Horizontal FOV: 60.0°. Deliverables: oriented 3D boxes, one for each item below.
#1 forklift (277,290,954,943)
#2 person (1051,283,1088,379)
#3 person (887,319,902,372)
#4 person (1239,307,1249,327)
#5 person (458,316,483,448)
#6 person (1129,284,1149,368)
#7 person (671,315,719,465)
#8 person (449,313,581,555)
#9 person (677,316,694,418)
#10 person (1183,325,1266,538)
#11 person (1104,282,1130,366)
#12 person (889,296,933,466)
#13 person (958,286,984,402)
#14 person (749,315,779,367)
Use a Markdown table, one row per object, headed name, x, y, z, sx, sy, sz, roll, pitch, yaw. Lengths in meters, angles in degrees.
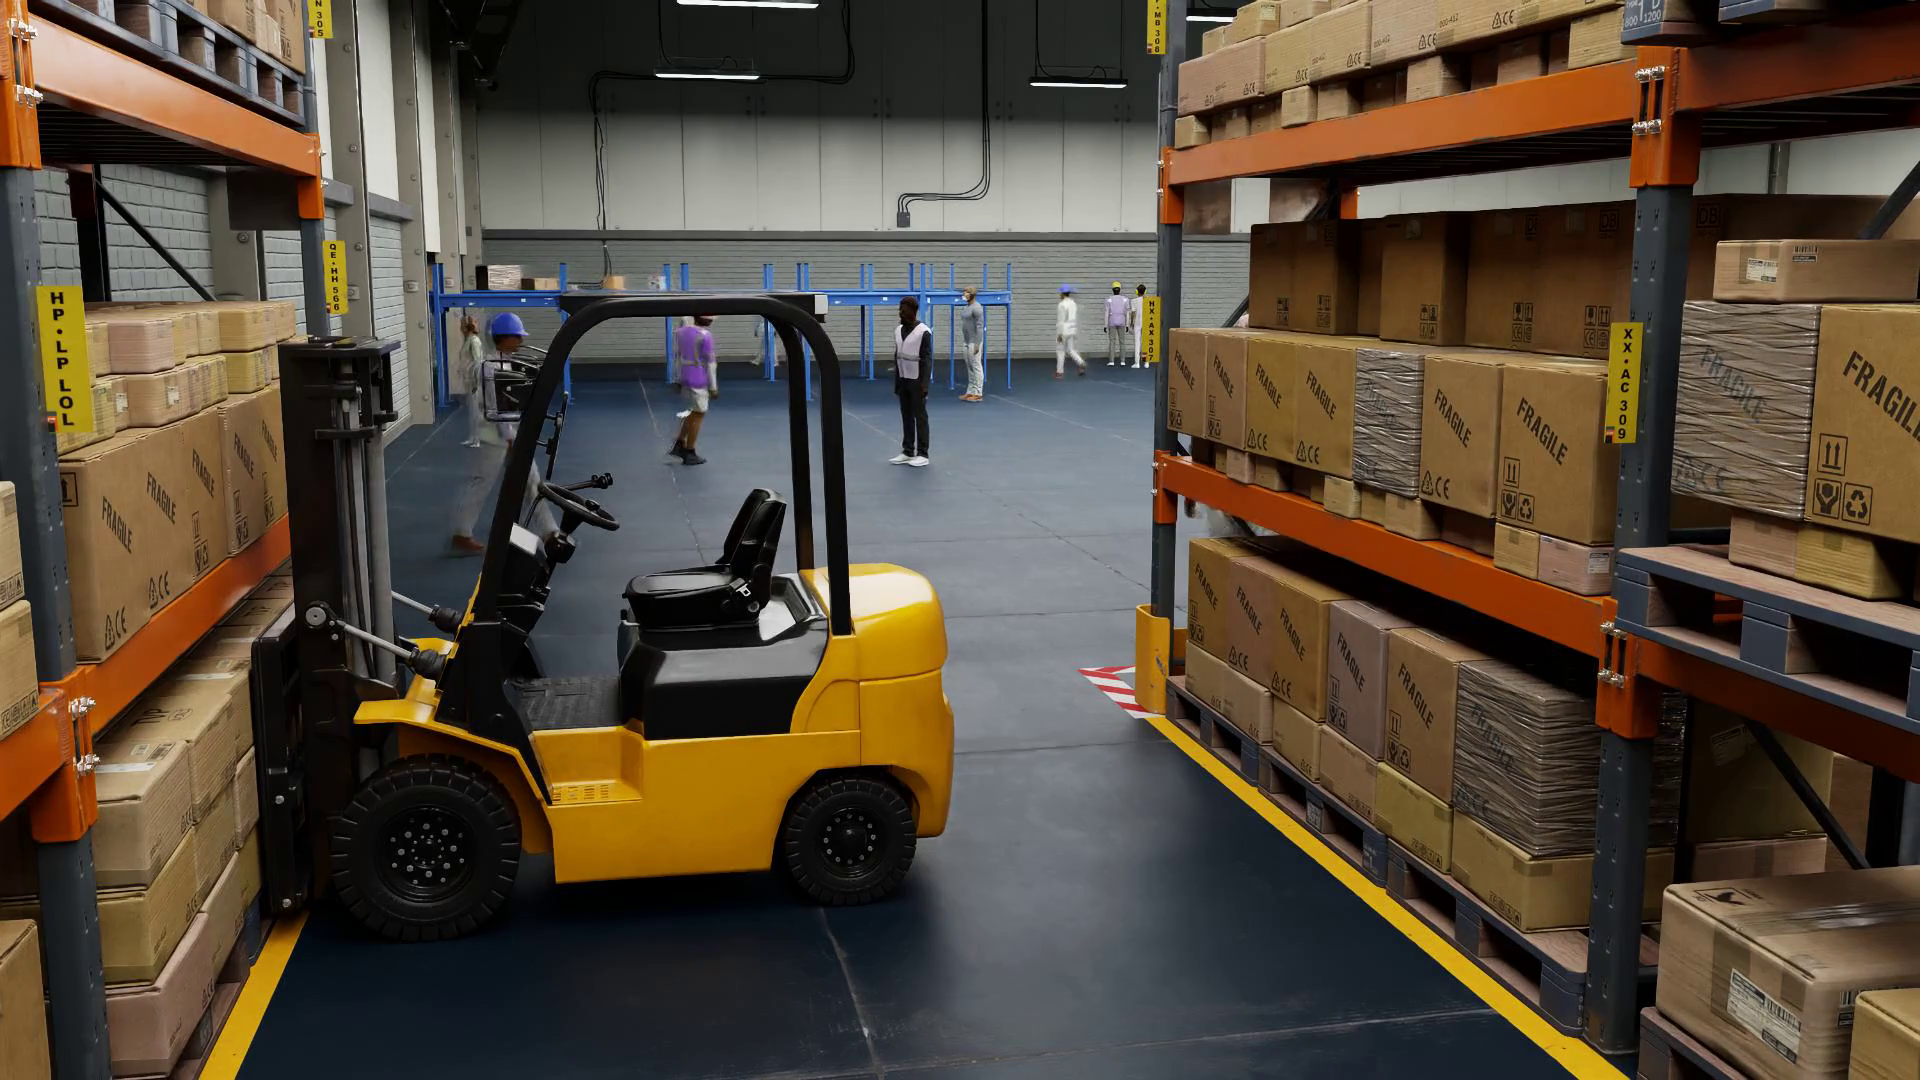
| name | x | y | z | sx | sy | sz | roll | pitch | yaw |
| --- | --- | --- | --- | --- | --- | --- | --- | --- | --- |
| forklift | -1.179 | 0.175 | 6.143 | 2.313 | 2.155 | 1.214 | -2 | 10 | -12 |
| person | 2.192 | -4.208 | 33.558 | 0.694 | 1.926 | 0.613 | 7 | 12 | 36 |
| person | -1.089 | -4.435 | 35.783 | 0.890 | 1.649 | 0.533 | 0 | 9 | -3 |
| person | 4.923 | -3.256 | 28.229 | 0.534 | 1.767 | 0.313 | -5 | 11 | -28 |
| person | -6.115 | -1.977 | 20.885 | 0.344 | 1.644 | 0.528 | -5 | 10 | -26 |
| person | 4.038 | -4.785 | 37.235 | 0.512 | 1.872 | 0.330 | -2 | 10 | -13 |
| person | -3.016 | -1.805 | 19.031 | 0.388 | 1.884 | 0.658 | -9 | 13 | -44 |
| person | -3.562 | -0.818 | 13.019 | 1.018 | 1.899 | 0.605 | 1 | 9 | 7 |
| person | -4.132 | -2.775 | 25.021 | 0.322 | 1.865 | 0.517 | -1 | 9 | -4 |
| person | 1.472 | -0.257 | 9.471 | 0.623 | 1.919 | 0.661 | -4 | 10 | -24 |
| person | 3.571 | -4.929 | 37.969 | 0.585 | 1.918 | 0.379 | -1 | 9 | -5 |
| person | -0.533 | -1.813 | 18.972 | 0.394 | 1.919 | 0.590 | -8 | 12 | -39 |
| person | 0.207 | -3.301 | 27.982 | 0.374 | 1.939 | 0.629 | -3 | 10 | -19 |
| person | -4.422 | -4.707 | 37.583 | 0.856 | 1.586 | 0.536 | 4 | 10 | 25 |
